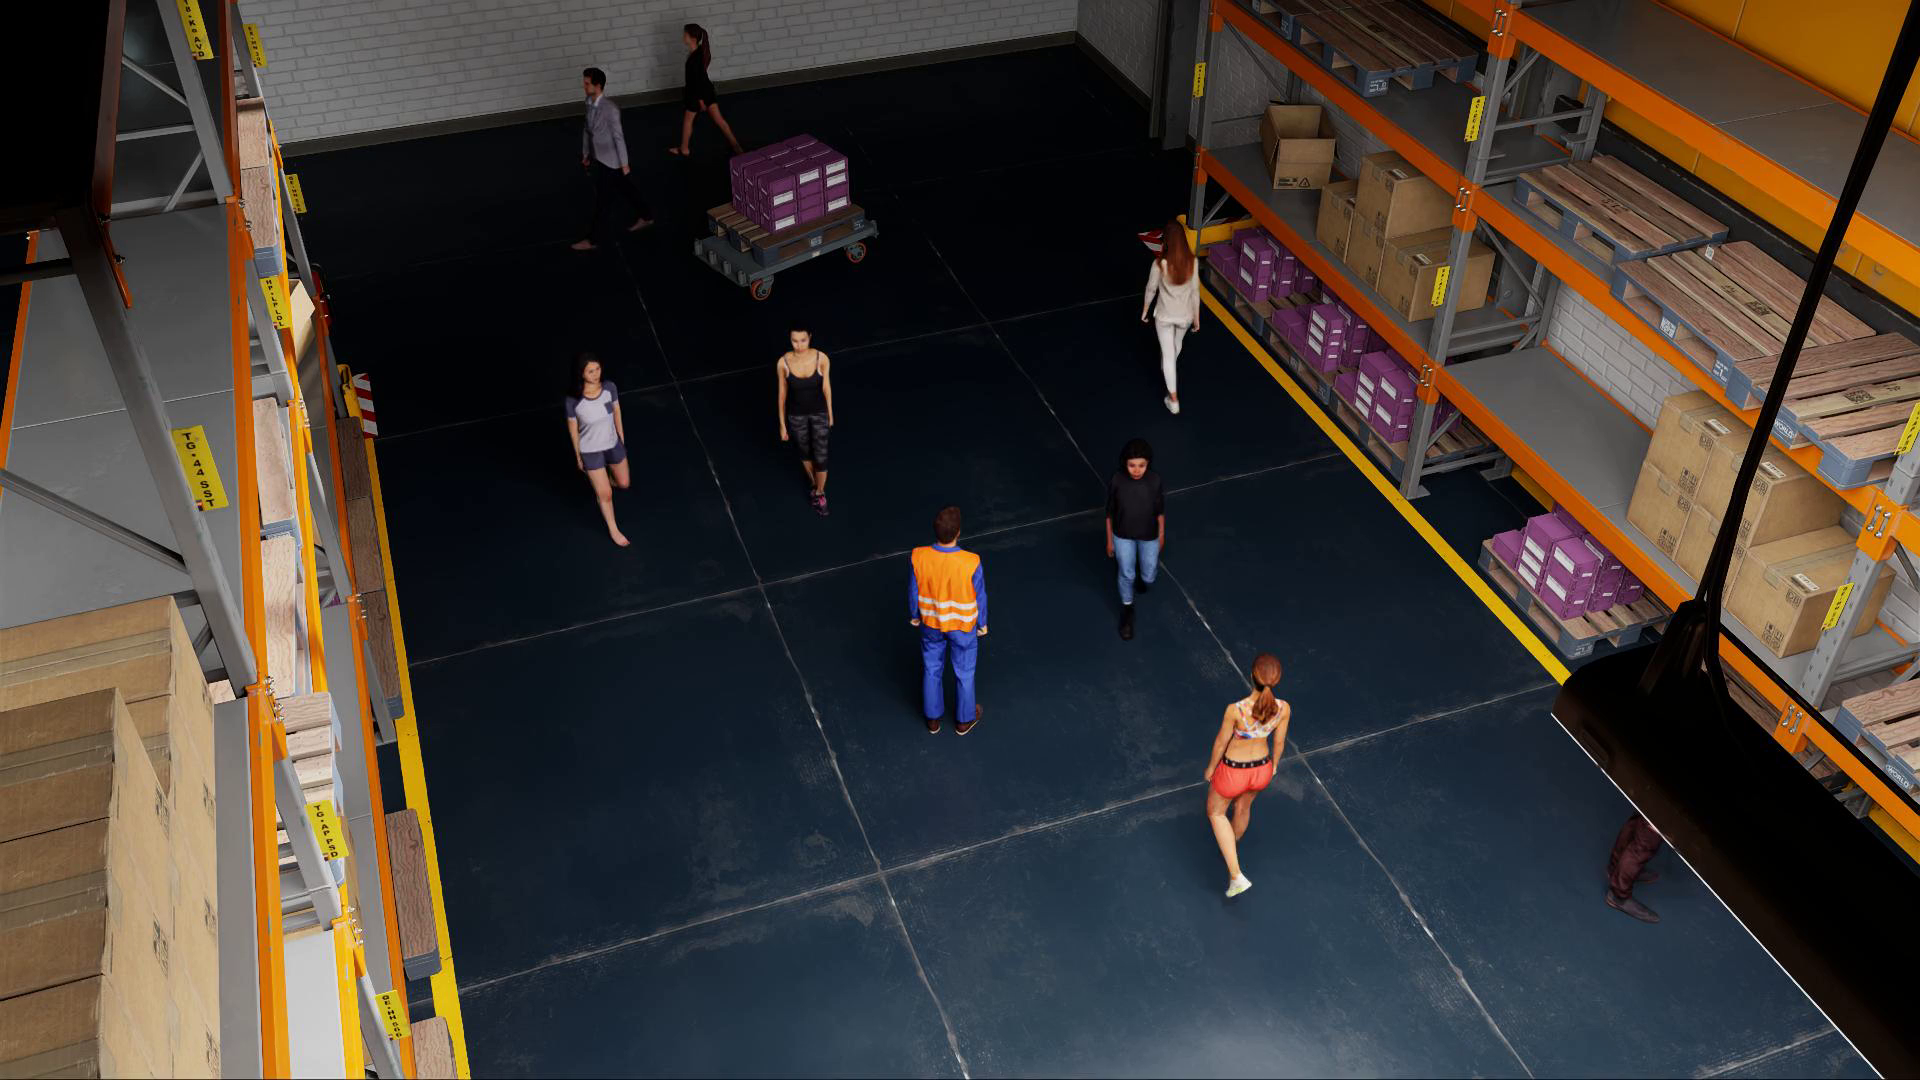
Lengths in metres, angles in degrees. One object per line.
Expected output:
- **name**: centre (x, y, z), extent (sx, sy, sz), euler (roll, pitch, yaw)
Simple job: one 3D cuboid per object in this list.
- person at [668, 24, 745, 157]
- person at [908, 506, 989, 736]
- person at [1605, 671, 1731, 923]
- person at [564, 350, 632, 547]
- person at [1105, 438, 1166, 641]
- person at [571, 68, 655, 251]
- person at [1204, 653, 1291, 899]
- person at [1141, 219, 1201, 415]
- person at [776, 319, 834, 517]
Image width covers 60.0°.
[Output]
- **person**: centre (-2.717, -4.825, 17.986), extent (0.973, 1.518, 1.078), euler (7, 39, 9)
- **person**: centre (-0.075, 0.539, 10.991), extent (0.784, 1.865, 0.794), euler (7, 39, 9)
- **person**: centre (4.157, 1.466, 9.831), extent (0.834, 1.864, 0.759), euler (13, 41, 16)
- **person**: centre (-2.803, -0.748, 12.740), extent (0.742, 1.693, 0.902), euler (-27, 46, -29)
- **person**: centre (1.249, -0.079, 11.906), extent (0.785, 1.688, 0.914), euler (0, 39, 0)
- **person**: centre (-3.401, -3.798, 16.477), extent (1.015, 1.795, 1.238), euler (-26, 45, -29)
- **person**: centre (1.701, 1.428, 9.947), extent (0.696, 1.777, 0.963), euler (-7, 39, -8)
- **person**: centre (1.841, -1.843, 14.130), extent (0.731, 1.669, 1.120), euler (-6, 39, -7)
- **person**: centre (-1.199, -1.024, 13.068), extent (0.663, 1.715, 0.736), euler (-2, 39, -3)
